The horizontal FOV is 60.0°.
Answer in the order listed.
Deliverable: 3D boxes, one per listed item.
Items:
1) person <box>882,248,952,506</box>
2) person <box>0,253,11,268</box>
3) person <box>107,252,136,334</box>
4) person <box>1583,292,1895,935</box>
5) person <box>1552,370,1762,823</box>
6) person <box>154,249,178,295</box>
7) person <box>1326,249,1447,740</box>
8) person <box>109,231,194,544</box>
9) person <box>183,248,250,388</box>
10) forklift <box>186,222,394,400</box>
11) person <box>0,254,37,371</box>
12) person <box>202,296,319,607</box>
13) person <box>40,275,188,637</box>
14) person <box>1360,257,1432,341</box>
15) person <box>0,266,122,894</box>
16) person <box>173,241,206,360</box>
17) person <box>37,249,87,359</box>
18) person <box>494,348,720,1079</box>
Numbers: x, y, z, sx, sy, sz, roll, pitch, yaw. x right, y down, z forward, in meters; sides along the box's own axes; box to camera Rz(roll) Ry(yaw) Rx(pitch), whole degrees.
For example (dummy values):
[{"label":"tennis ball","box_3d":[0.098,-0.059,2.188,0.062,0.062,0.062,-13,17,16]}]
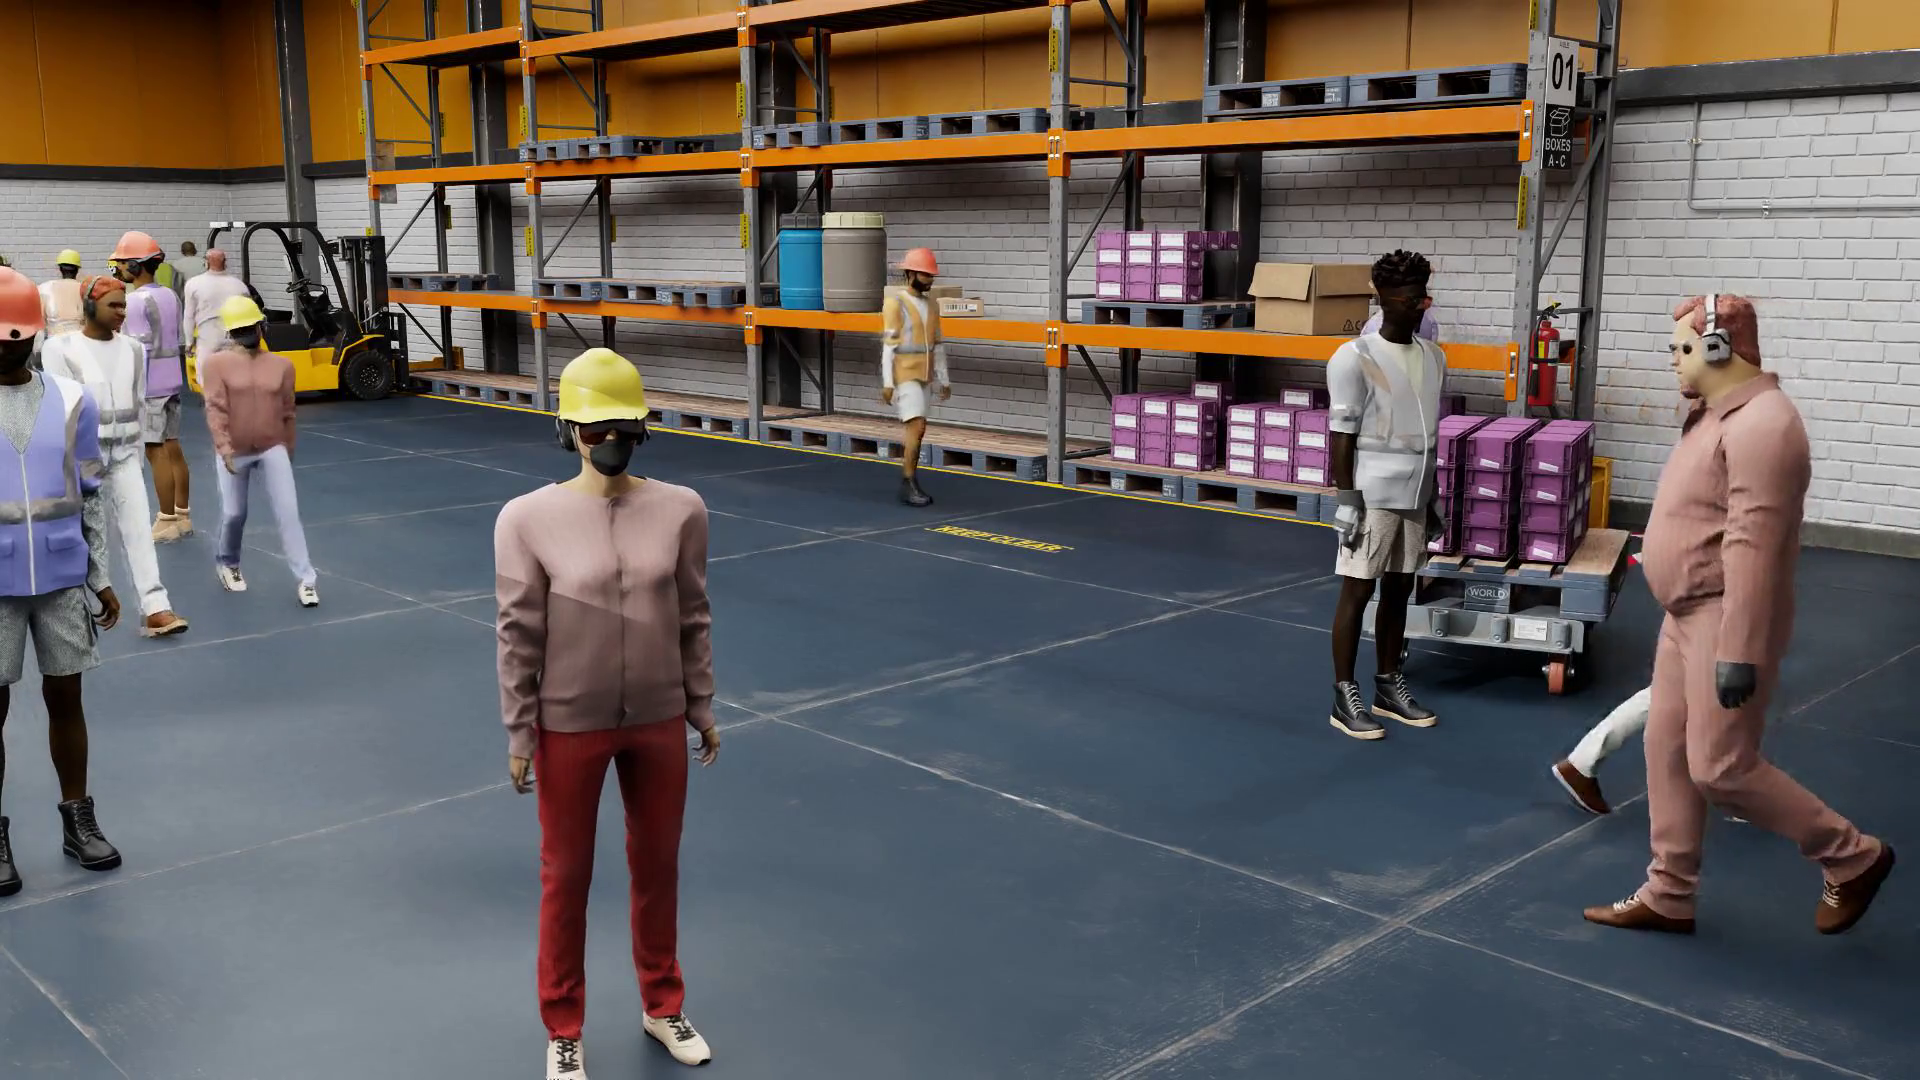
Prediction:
[{"label":"person","box_3d":[-0.262,-1.201,12.397,0.540,1.923,0.581,8,13,38]},{"label":"person","box_3d":[-11.335,-2.498,19.766,0.403,1.826,0.596,-2,11,-9]},{"label":"person","box_3d":[-9.804,-2.462,19.540,0.403,1.833,0.590,2,11,12]},{"label":"person","box_3d":[2.238,0.244,4.699,0.710,1.873,0.659,2,11,9]},{"label":"person","box_3d":[2.499,0.196,5.679,0.808,1.600,0.497,4,11,23]},{"label":"person","box_3d":[-12.669,-3.707,26.302,0.429,1.842,0.634,6,12,30]},{"label":"person","box_3d":[1.746,-0.186,6.762,0.605,1.966,0.367,-7,12,-33]},{"label":"person","box_3d":[-5.332,-0.994,10.955,0.371,2.044,0.607,-1,10,-3]},{"label":"person","box_3d":[-7.645,-2.060,17.188,0.668,1.889,0.630,-9,14,-41]},{"label":"forklift","box_3d":[-8.169,-2.758,20.163,2.313,2.155,1.214,-10,14,-44]},{"label":"person","box_3d":[-10.202,-2.166,17.840,0.649,1.887,1.037,2,11,11]},{"label":"person","box_3d":[-3.911,-0.503,9.232,0.511,1.694,0.942,-8,13,-36]},{"label":"person","box_3d":[-4.358,-0.423,8.460,1.042,1.826,0.583,7,13,35]},{"label":"person","box_3d":[2.562,-0.754,10.062,0.657,1.888,0.445,-10,14,-44]},{"label":"person","box_3d":[-2.909,0.125,5.173,0.542,1.928,0.374,-10,14,-43]},{"label":"person","box_3d":[-12.418,-3.877,27.016,0.662,1.928,0.419,-9,14,-41]},{"label":"person","box_3d":[-8.919,-1.968,16.724,0.613,1.885,0.745,-6,12,-30]},{"label":"person","box_3d":[-0.817,0.433,3.941,0.535,1.766,0.322,-6,12,-31]}]
